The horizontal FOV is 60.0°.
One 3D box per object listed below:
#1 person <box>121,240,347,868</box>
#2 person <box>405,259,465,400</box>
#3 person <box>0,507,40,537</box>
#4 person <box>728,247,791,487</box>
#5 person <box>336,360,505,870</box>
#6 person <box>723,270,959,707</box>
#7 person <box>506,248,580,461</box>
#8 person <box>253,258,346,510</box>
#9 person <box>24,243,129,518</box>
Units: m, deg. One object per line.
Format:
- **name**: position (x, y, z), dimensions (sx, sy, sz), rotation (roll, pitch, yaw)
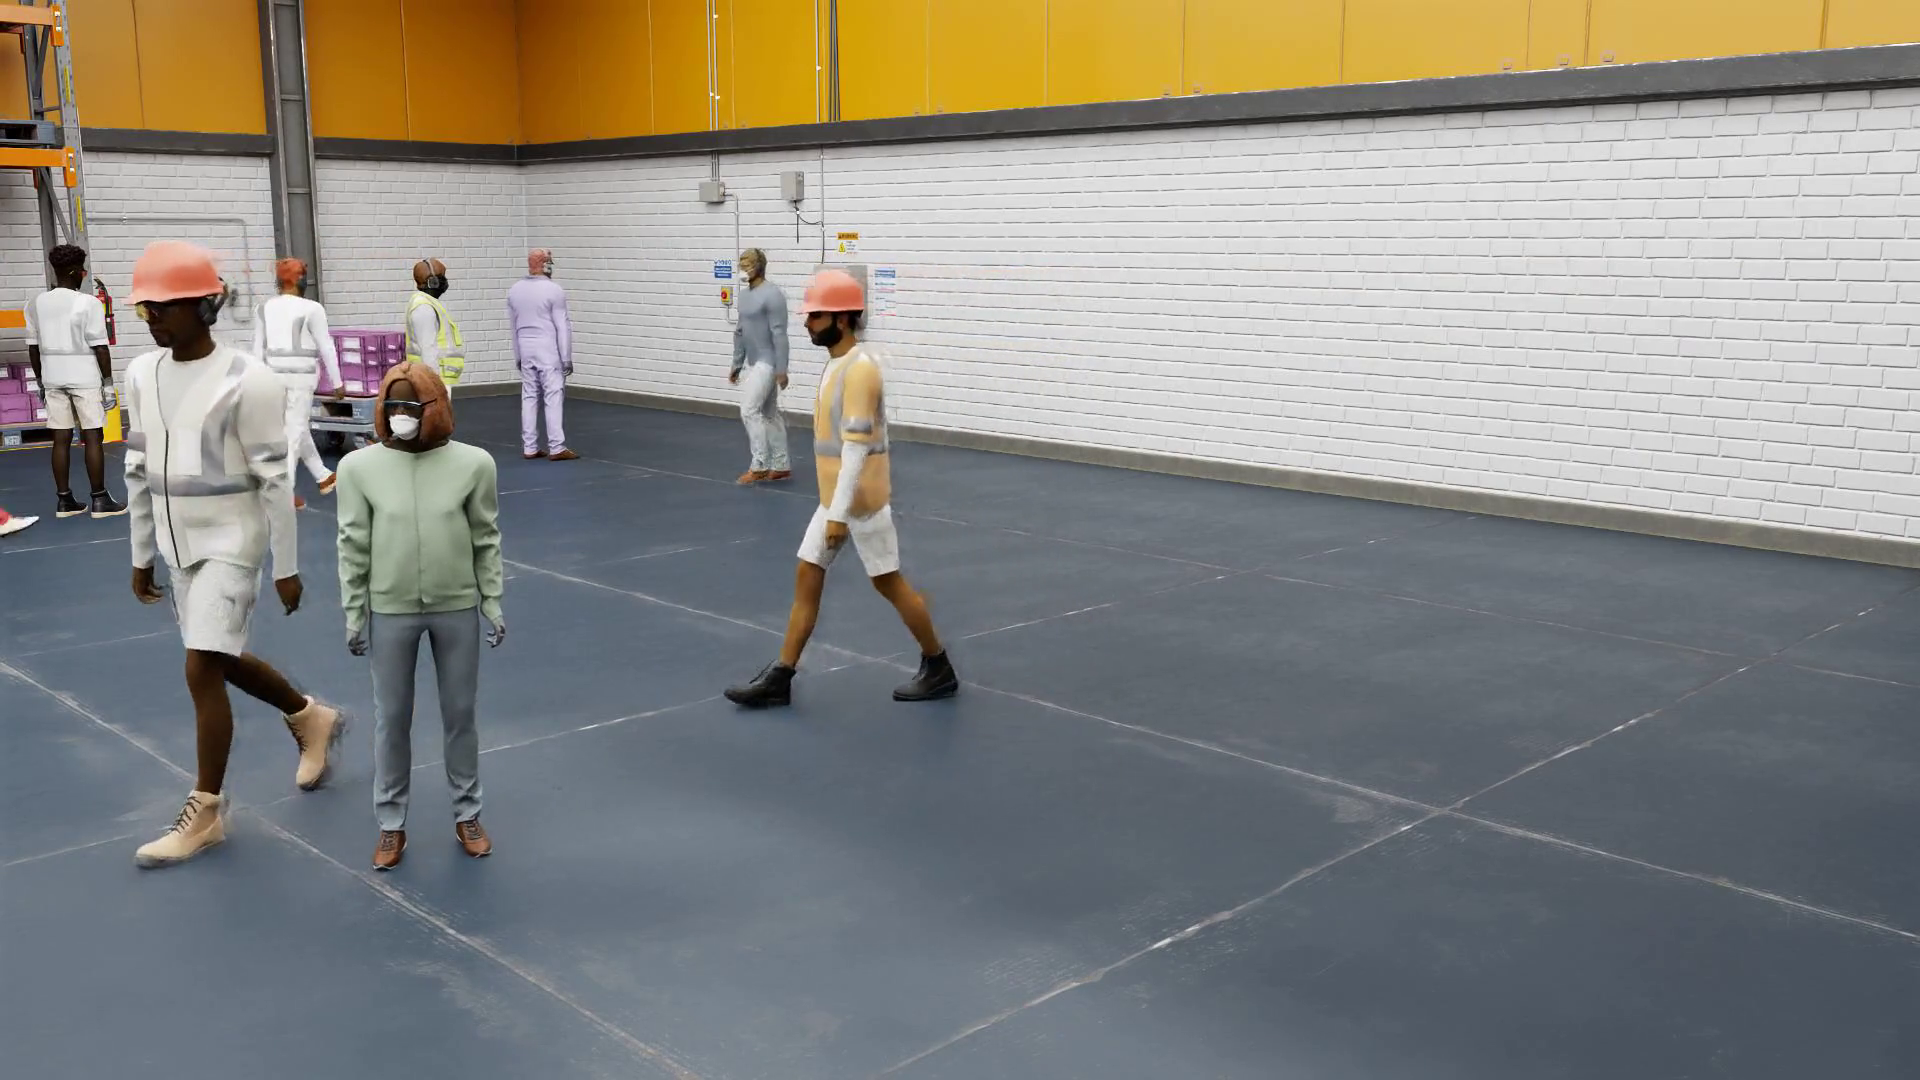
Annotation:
- **person**: position (-2.459, 0.004, 5.622), dimensions (0.614, 2.018, 0.940), rotation (5, 11, 24)
- **person**: position (-3.992, -1.213, 12.698), dimensions (0.429, 1.843, 0.633), rotation (-3, 11, -16)
- **person**: position (-6.642, -0.831, 10.928), dimensions (0.894, 1.720, 0.541), rotation (-6, 12, -28)
- **person**: position (-1.659, -1.388, 13.437), dimensions (0.718, 1.915, 0.629), rotation (-6, 12, -28)
- **person**: position (-1.719, 0.240, 5.349), dimensions (0.503, 1.631, 0.283), rotation (-4, 11, -20)
- **person**: position (-0.471, -0.203, 7.100), dimensions (1.032, 1.884, 0.559), rotation (-4, 11, -20)
- **person**: position (-3.739, -1.663, 14.983), dimensions (0.651, 1.904, 0.403), rotation (5, 12, 26)
- **person**: position (-4.892, -1.171, 12.453), dimensions (0.577, 1.837, 0.976), rotation (4, 11, 20)
- **person**: position (-6.353, -1.137, 11.945), dimensions (0.613, 1.963, 0.362), rotation (2, 11, 8)
